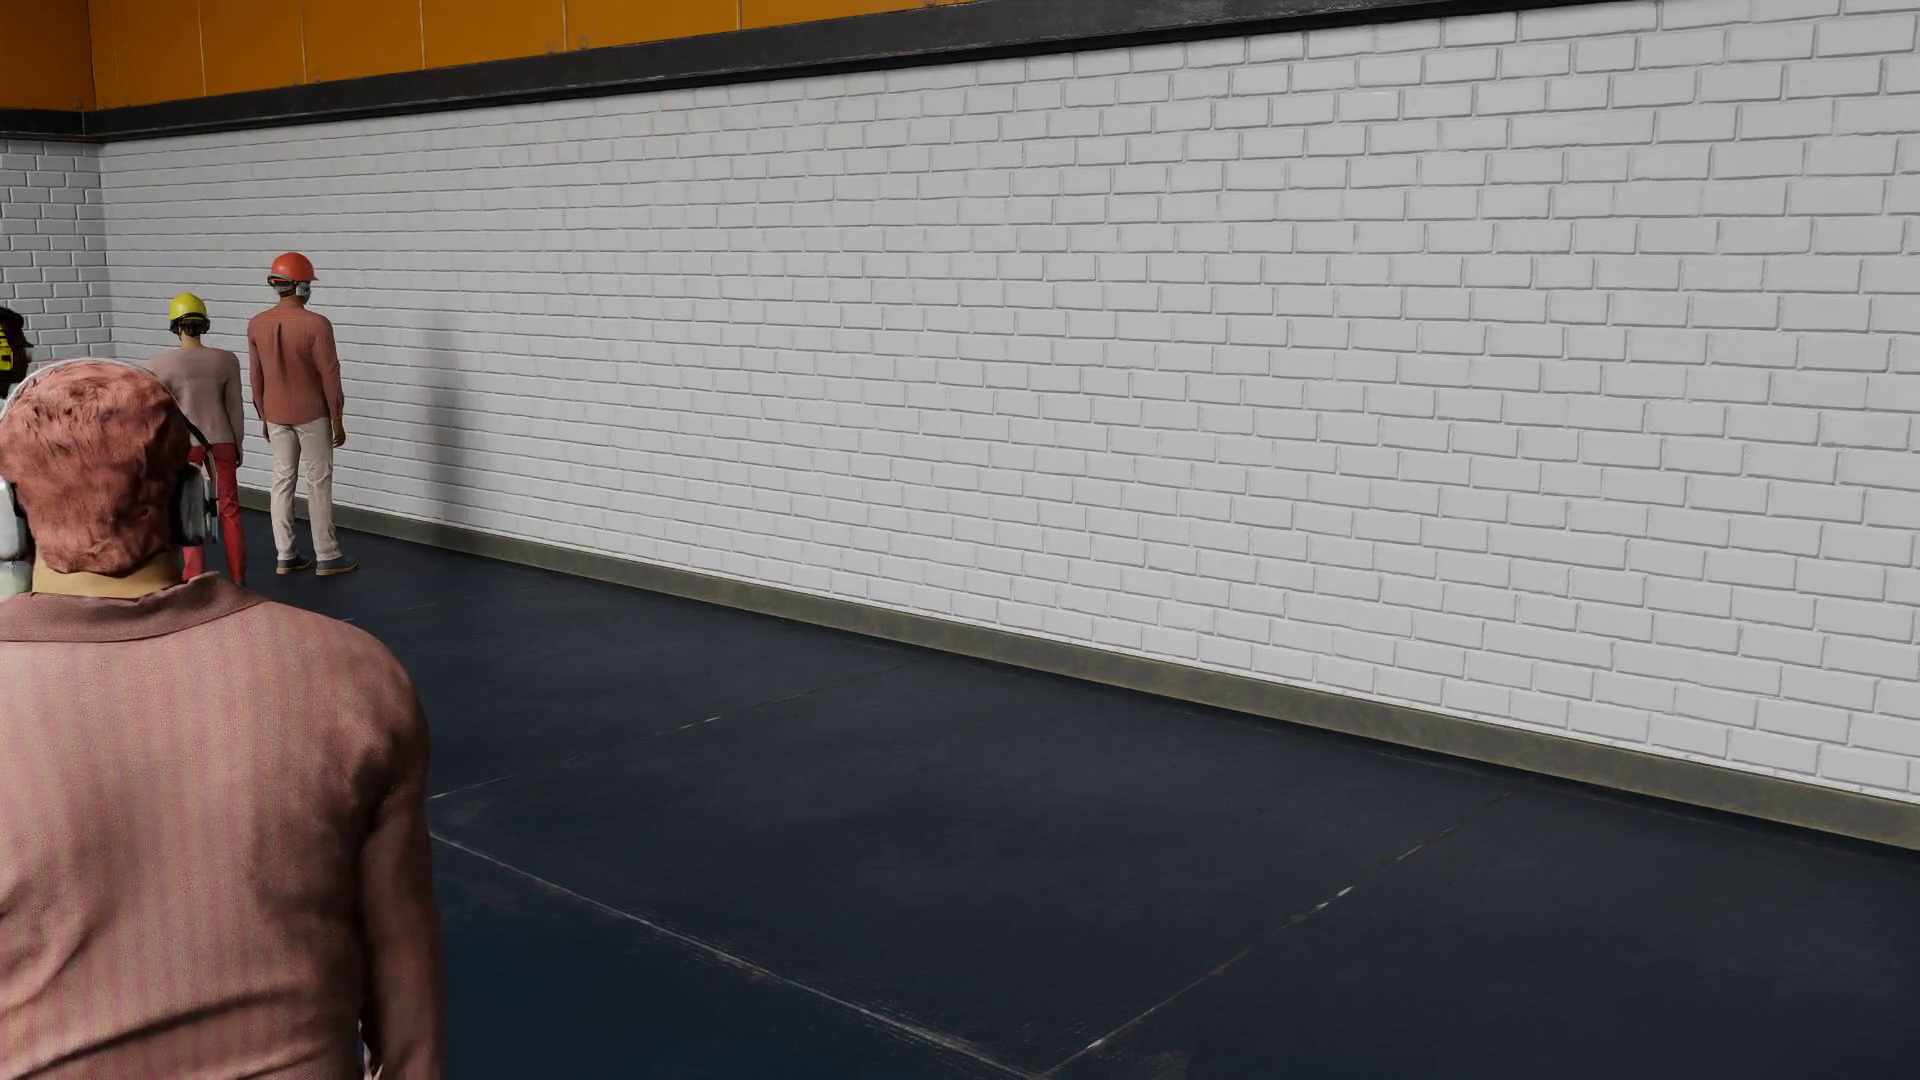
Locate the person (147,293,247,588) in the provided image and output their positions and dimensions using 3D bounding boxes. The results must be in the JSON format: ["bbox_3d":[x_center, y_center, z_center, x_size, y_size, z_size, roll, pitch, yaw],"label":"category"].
[{"bbox_3d":[-4.395,-0.535,9.610,0.309,1.769,0.525,9,14,43],"label":"person"}]

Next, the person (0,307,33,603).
[{"bbox_3d":[-3.418,0.092,5.881,0.519,1.830,0.956,10,14,44],"label":"person"}]

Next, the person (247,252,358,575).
[{"bbox_3d":[-4.080,-0.770,10.298,0.611,1.995,0.380,3,10,14],"label":"person"}]

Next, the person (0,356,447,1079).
[{"bbox_3d":[-0.932,0.741,1.951,0.652,1.904,0.402,-7,12,-36],"label":"person"}]
